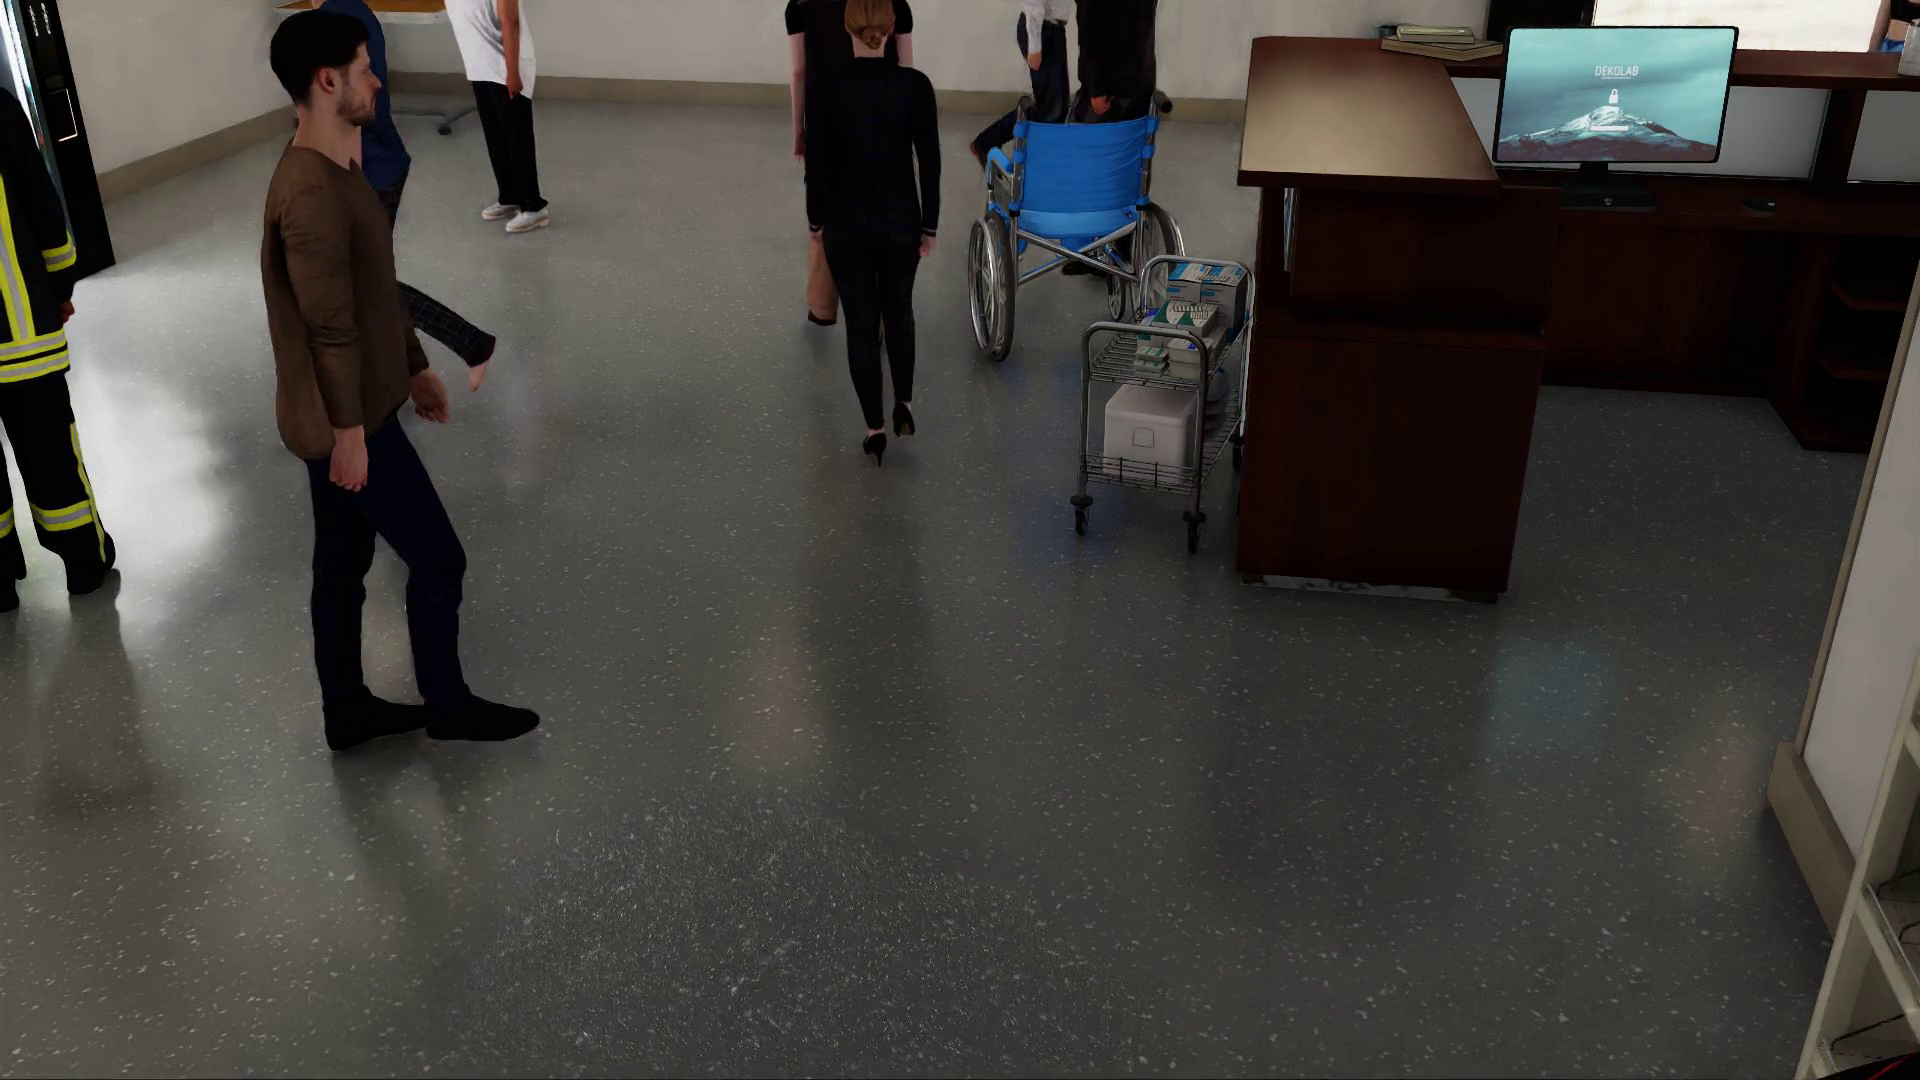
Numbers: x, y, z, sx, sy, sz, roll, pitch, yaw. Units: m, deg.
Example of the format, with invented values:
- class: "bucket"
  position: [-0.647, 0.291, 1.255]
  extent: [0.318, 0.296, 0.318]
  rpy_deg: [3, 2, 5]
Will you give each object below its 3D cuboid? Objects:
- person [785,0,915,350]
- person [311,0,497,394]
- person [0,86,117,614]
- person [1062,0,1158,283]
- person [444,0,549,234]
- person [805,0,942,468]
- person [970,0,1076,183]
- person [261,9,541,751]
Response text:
- class: "person"
  position: [-0.448, -1.674, 6.946]
  extent: [0.718, 1.826, 0.716]
  rpy_deg: [1, 26, 2]
- class: "person"
  position: [-2.138, -1.349, 6.249]
  extent: [0.870, 1.845, 0.945]
  rpy_deg: [0, 26, 0]
- class: "person"
  position: [-2.897, -0.714, 4.837]
  extent: [0.886, 1.928, 0.913]
  rpy_deg: [-13, 29, -25]
- class: "person"
  position: [0.818, -2.154, 7.839]
  extent: [0.925, 1.914, 0.814]
  rpy_deg: [14, 29, 27]
- class: "person"
  position: [-2.464, -2.506, 8.839]
  extent: [0.832, 1.679, 0.770]
  rpy_deg: [-16, 30, -30]
- class: "person"
  position: [-0.300, -1.041, 5.806]
  extent: [0.704, 1.676, 0.713]
  rpy_deg: [-5, 26, -10]
- class: "person"
  position: [0.394, -2.839, 9.385]
  extent: [0.707, 1.805, 0.799]
  rpy_deg: [4, 26, 9]
- class: "person"
  position: [-1.579, -0.306, 4.060]
  extent: [0.903, 1.867, 0.856]
  rpy_deg: [-10, 27, -20]
